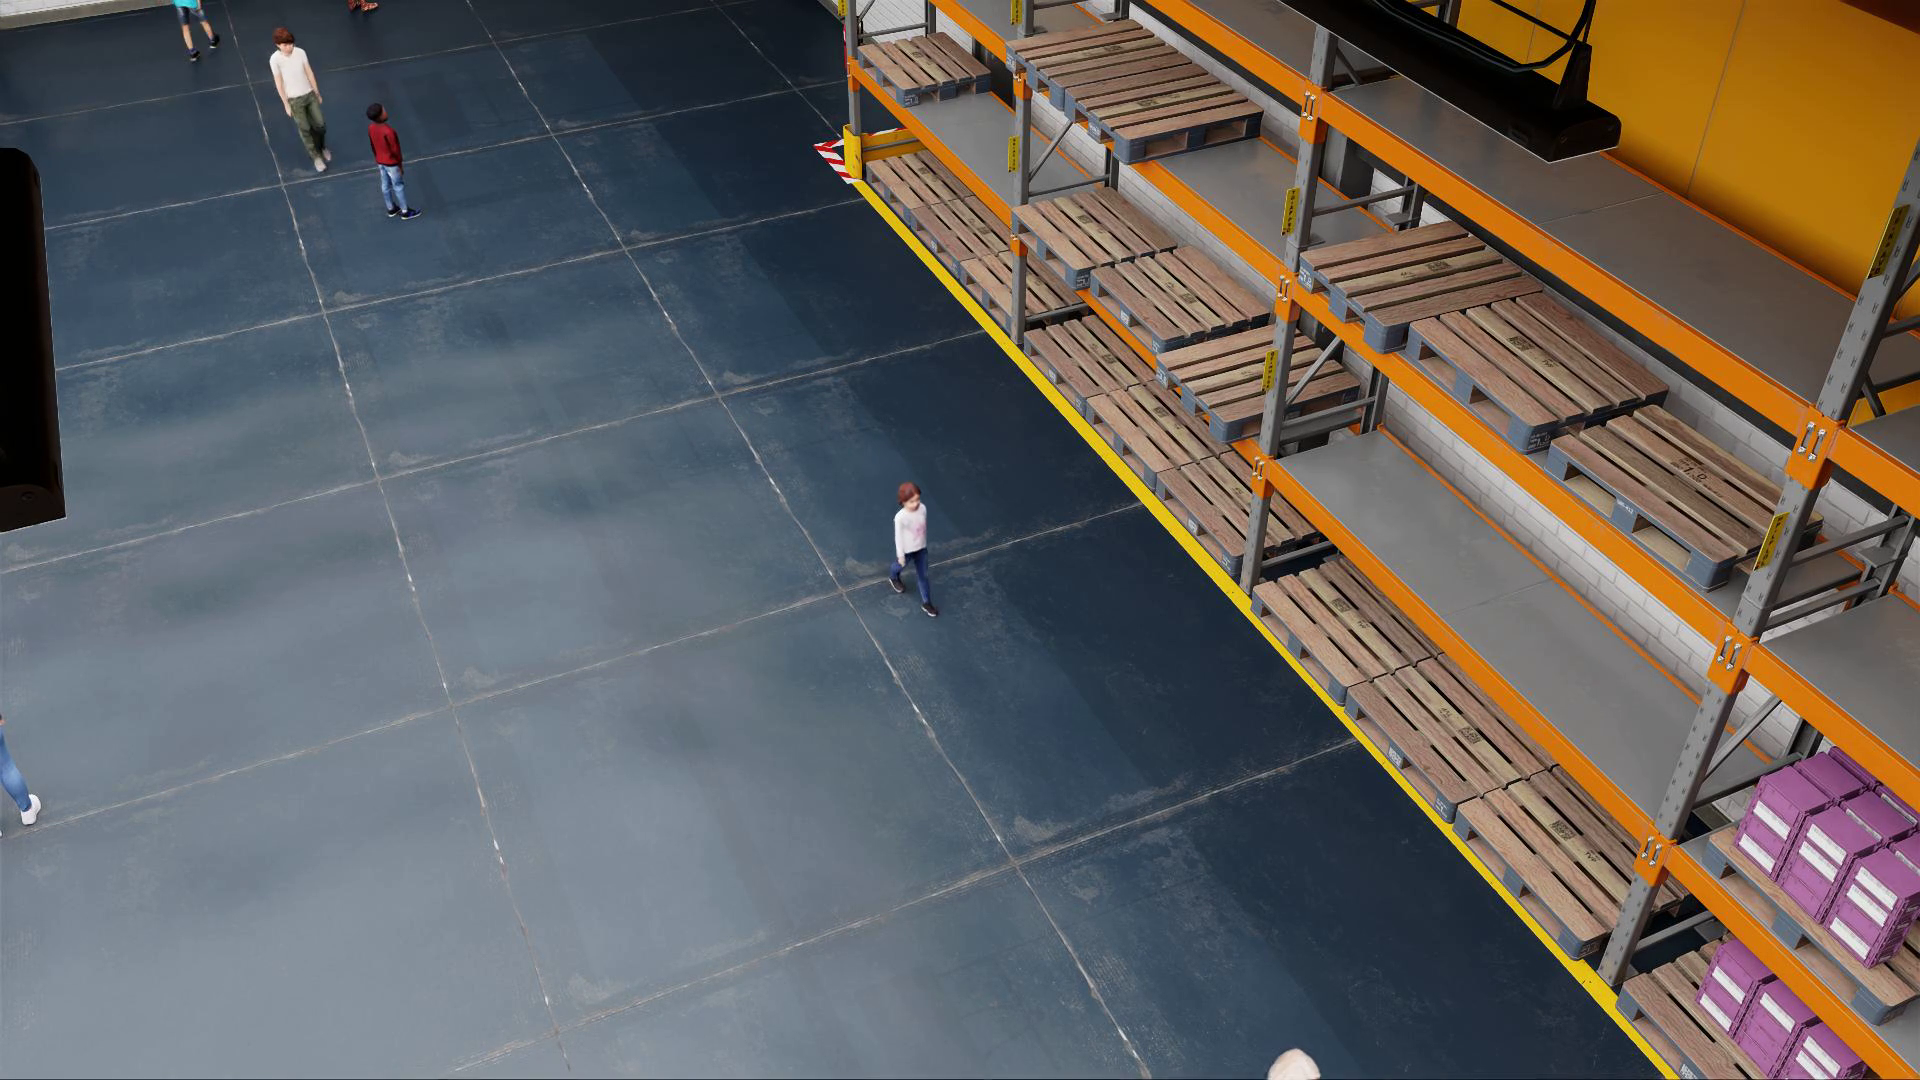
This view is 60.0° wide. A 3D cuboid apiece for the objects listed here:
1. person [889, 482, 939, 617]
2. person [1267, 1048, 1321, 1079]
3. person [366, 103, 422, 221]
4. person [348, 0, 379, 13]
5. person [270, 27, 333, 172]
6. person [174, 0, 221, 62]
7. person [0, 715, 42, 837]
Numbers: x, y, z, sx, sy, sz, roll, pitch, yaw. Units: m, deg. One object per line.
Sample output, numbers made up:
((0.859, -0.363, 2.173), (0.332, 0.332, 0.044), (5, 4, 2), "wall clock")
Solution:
((-0.404, 0.011, 12.476), (0.519, 1.086, 0.826), (-23, 44, -26), "person")
((1.518, 3.029, 8.172), (0.682, 1.743, 0.678), (22, 44, 25), "person")
((-5.947, -3.945, 17.295), (0.565, 1.256, 0.646), (20, 43, 23), "person")
((-8.028, -7.773, 21.717), (0.653, 1.719, 0.731), (17, 42, 20), "person")
((-7.196, -4.827, 18.091), (0.642, 1.640, 0.694), (-26, 45, -28), "person")
((-9.578, -6.637, 20.534), (0.758, 1.419, 0.934), (-1, 39, -1), "person")
((-6.308, 1.228, 10.514), (0.673, 1.634, 0.597), (-22, 44, -25), "person")
